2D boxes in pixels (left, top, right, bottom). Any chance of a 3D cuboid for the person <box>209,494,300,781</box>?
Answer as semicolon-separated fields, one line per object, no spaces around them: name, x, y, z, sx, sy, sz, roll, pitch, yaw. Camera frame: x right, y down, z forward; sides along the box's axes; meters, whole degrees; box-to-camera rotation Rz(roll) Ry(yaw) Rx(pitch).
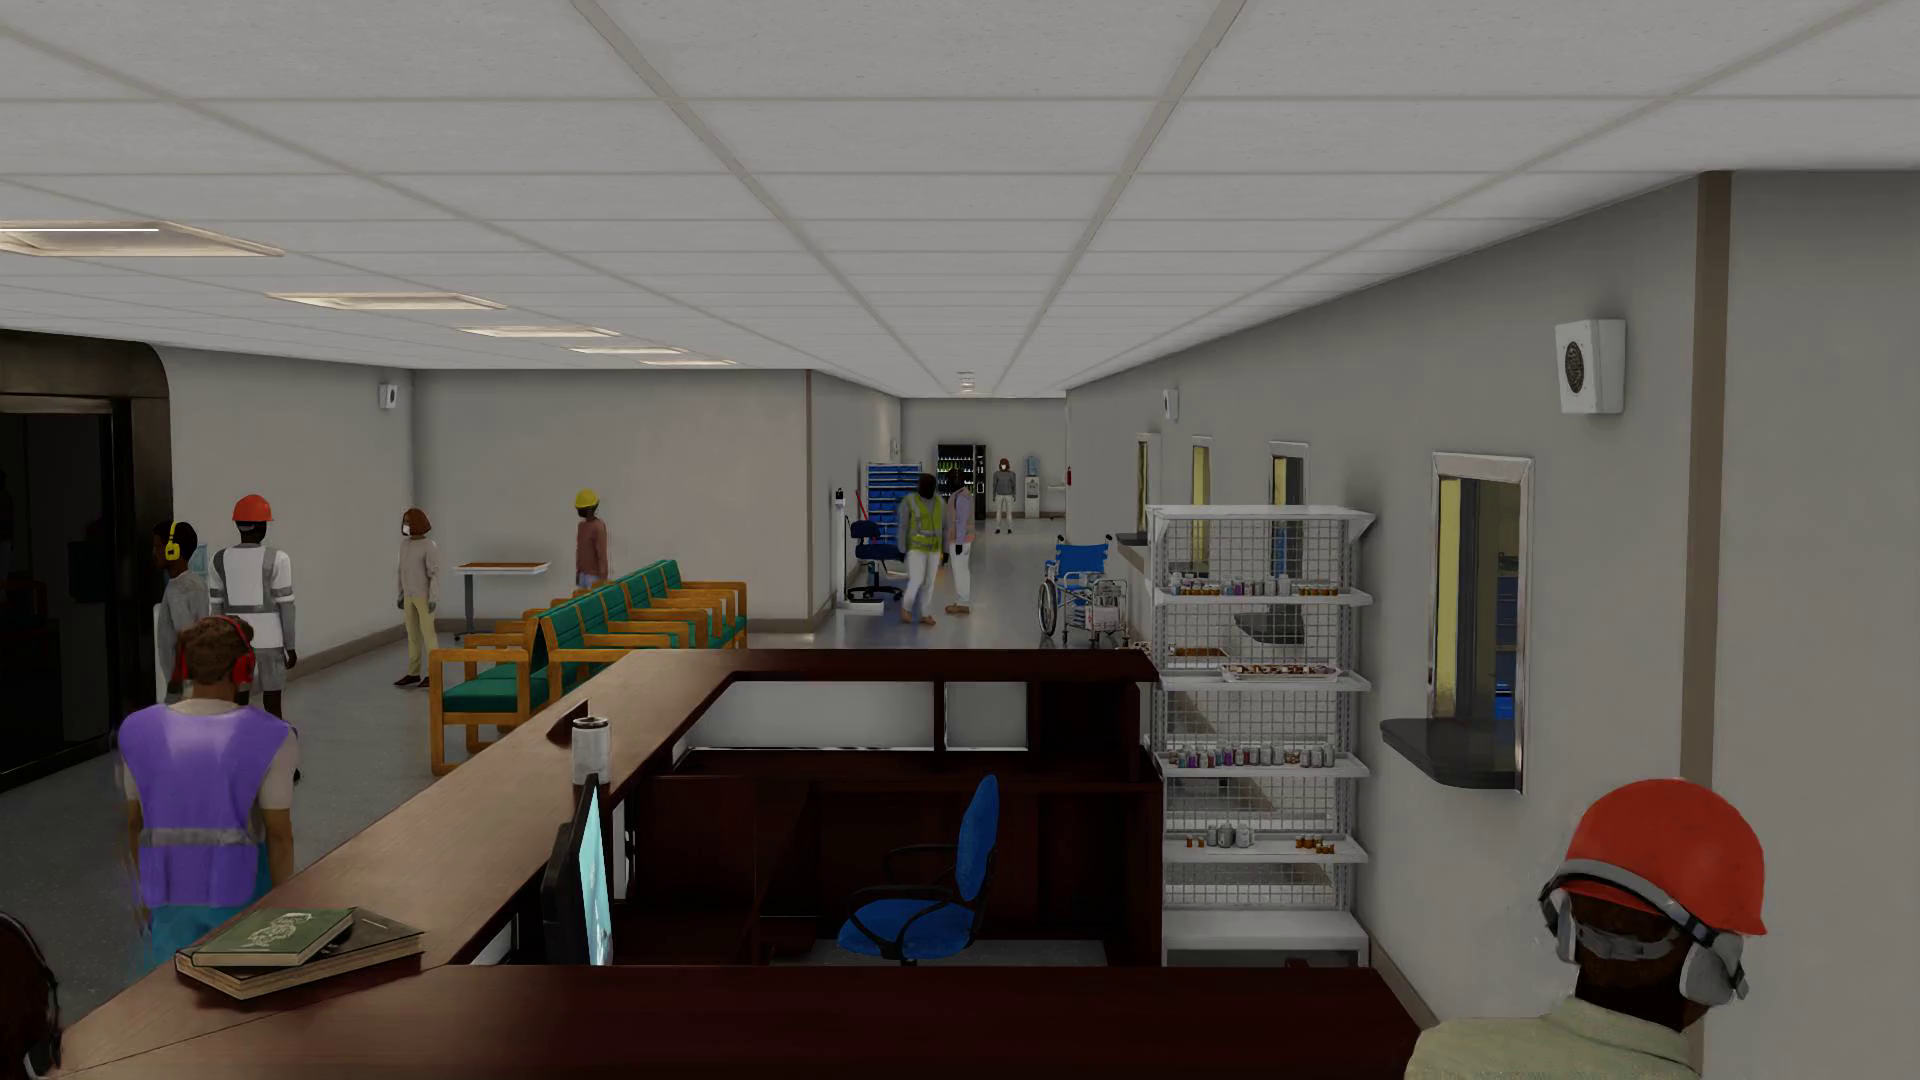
person;-4.670;0.668;11.029;0.544;1.939;0.354;0;4;-1

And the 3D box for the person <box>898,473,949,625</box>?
person;-0.425;0.108;19.681;0.648;1.820;0.434;-3;5;-34

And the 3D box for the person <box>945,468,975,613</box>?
person;-0.032;0.012;20.998;0.431;1.836;0.619;-1;4;-8

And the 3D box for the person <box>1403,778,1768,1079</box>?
person;0.797;1.287;2.138;0.569;1.956;0.685;-3;5;-41

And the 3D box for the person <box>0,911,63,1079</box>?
person;-1.199;1.362;2.048;0.633;1.836;0.429;-2;5;-26

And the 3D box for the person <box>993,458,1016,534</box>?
person;0.953;-0.944;35.744;0.507;1.632;0.264;0;4;5

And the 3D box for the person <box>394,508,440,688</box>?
person;-4.925;0.527;15.095;0.498;1.634;0.283;3;5;35

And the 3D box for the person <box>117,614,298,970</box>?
person;-2.397;1.138;5.317;0.566;1.810;0.936;0;4;-6

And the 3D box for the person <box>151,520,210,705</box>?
person;-4.386;0.821;9.353;0.326;1.871;0.520;-1;4;-15
